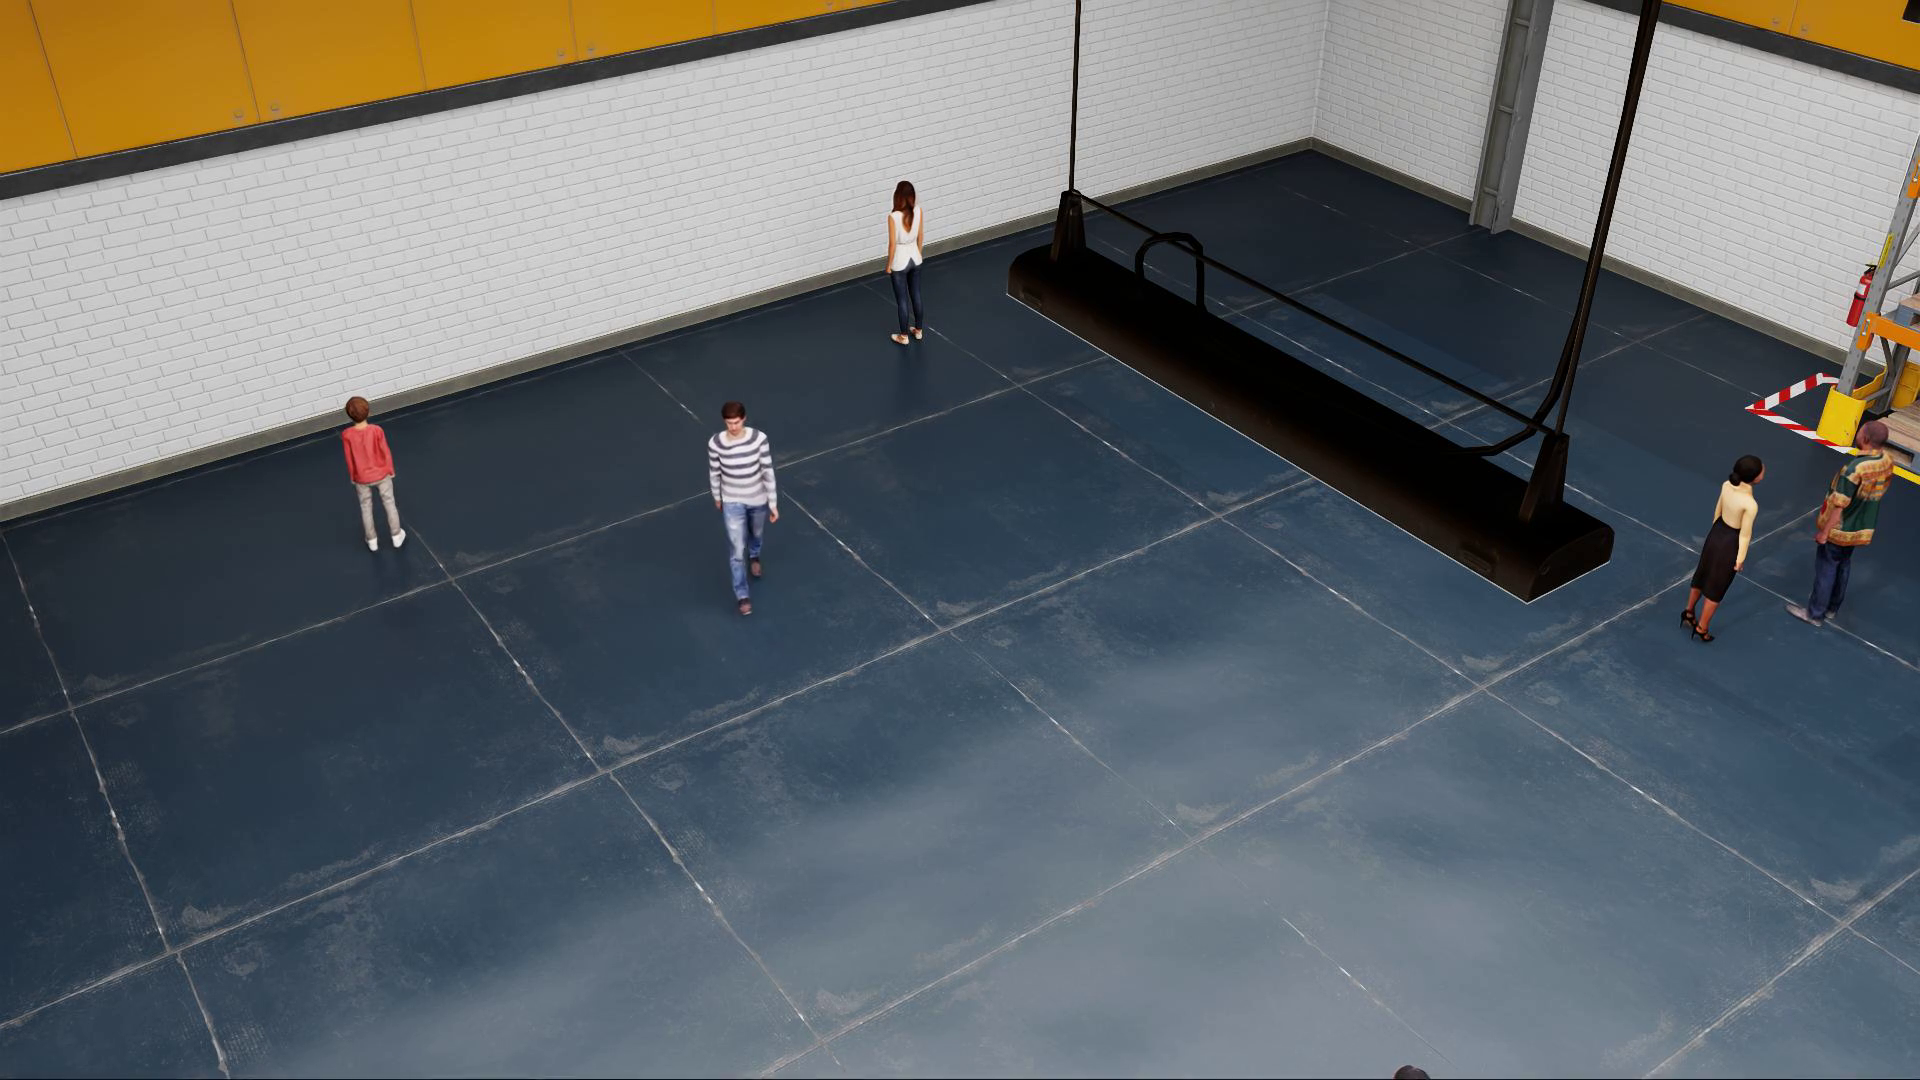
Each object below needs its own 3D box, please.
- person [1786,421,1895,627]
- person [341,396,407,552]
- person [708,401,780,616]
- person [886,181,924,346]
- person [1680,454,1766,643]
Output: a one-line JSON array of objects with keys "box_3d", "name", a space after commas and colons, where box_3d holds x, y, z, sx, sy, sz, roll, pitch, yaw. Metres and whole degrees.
[{"box_3d": [7.011, -0.133, 13.162, 0.710, 1.806, 0.670, -18, 38, -25], "name": "person"}, {"box_3d": [-5.021, -0.568, 14.171, 0.587, 1.413, 0.592, -9, 35, -13], "name": "person"}, {"box_3d": [-1.752, -0.380, 13.538, 0.941, 1.800, 1.262, -8, 35, -12], "name": "person"}, {"box_3d": [-0.551, -2.888, 17.325, 0.570, 1.785, 0.510, -22, 39, -29], "name": "person"}, {"box_3d": [5.969, 0.057, 13.015, 0.689, 1.651, 0.577, -8, 34, -12], "name": "person"}]
